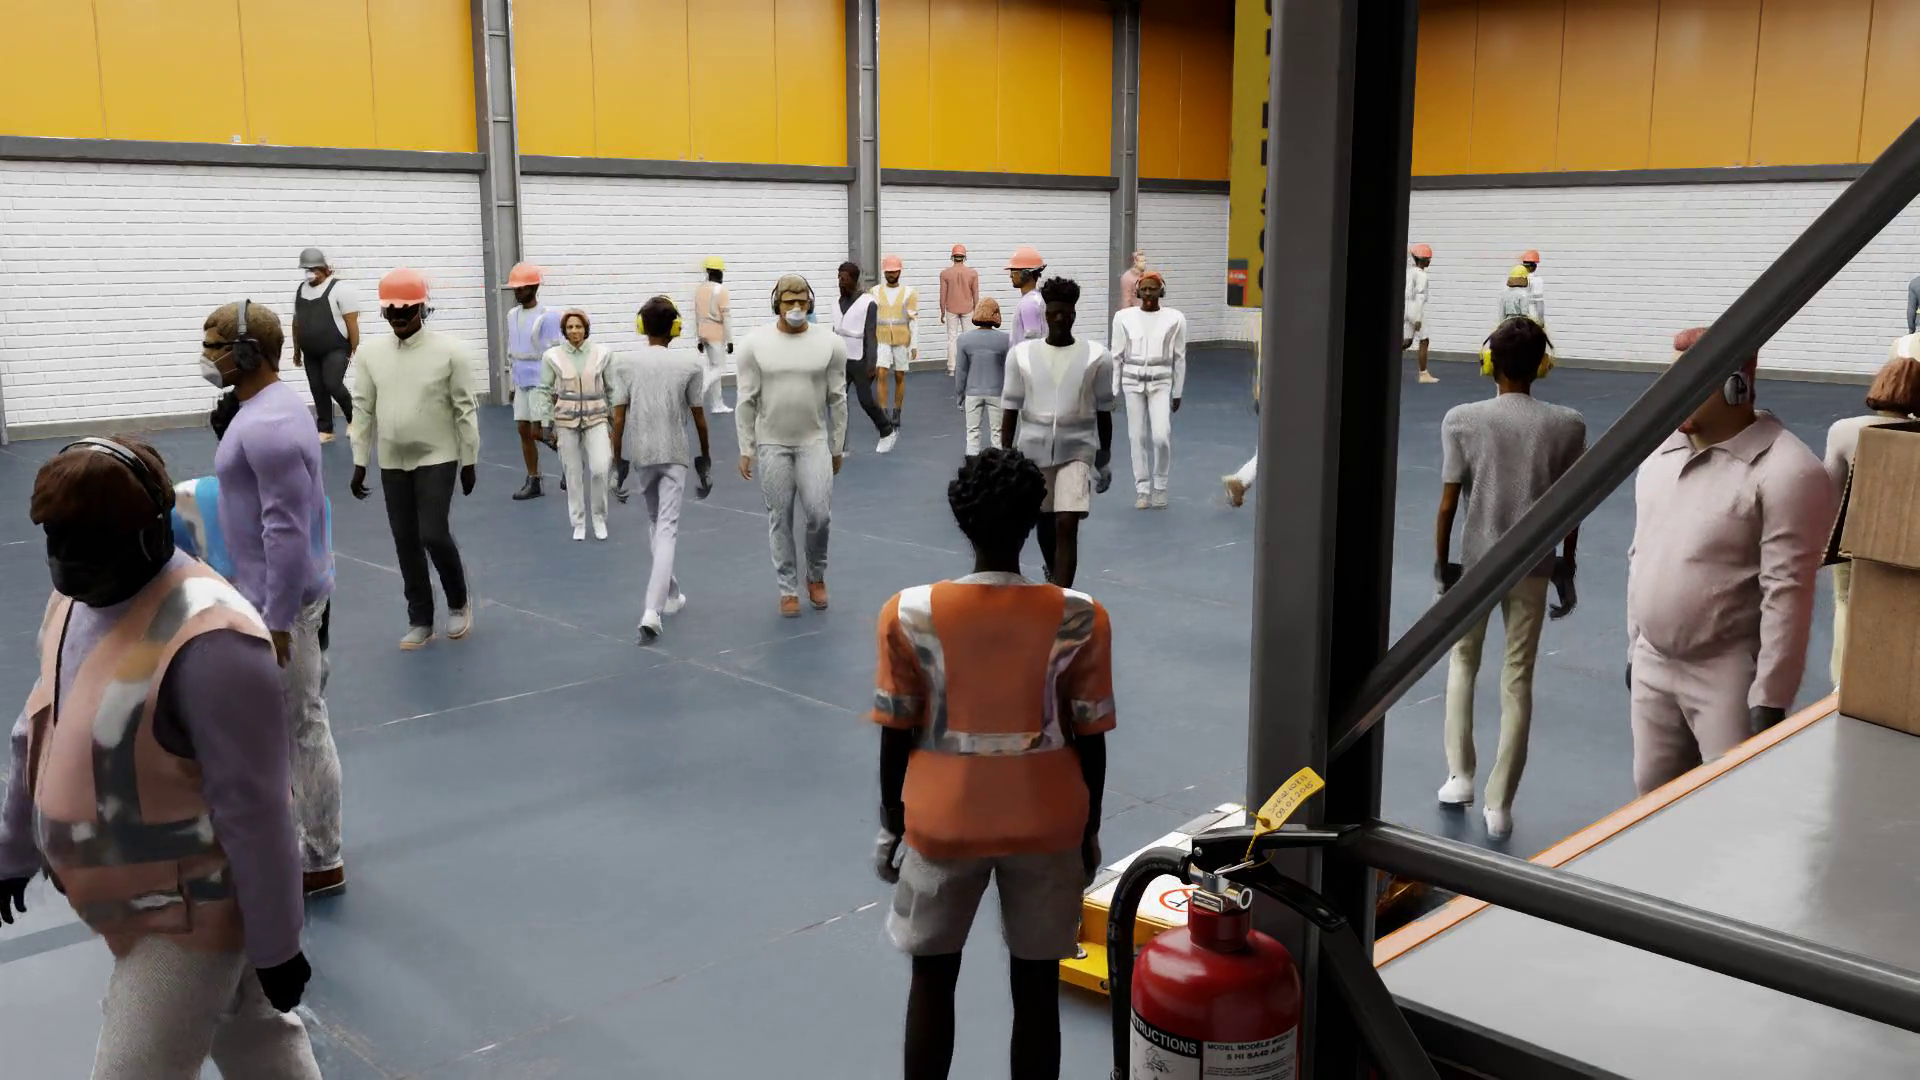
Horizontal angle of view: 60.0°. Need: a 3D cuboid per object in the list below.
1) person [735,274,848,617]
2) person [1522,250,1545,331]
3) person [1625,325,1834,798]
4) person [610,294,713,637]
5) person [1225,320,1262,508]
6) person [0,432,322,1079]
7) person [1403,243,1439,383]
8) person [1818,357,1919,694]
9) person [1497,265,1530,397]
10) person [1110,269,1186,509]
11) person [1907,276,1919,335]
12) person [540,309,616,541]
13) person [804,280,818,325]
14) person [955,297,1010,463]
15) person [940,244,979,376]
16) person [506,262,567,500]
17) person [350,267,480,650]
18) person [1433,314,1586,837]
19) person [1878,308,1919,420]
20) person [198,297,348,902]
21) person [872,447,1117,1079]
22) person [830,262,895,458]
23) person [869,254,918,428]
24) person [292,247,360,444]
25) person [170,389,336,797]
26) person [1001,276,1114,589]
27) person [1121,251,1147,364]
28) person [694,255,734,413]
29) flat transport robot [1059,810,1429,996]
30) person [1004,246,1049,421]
[{"bbox_3d":[-0.933,-0.512,9.276,0.631,1.923,0.434,-1,10,-7],"label":"person"},{"bbox_3d":[8.175,-3.201,23.920,0.611,1.918,0.582,-7,12,-32],"label":"person"},{"bbox_3d":[2.075,0.350,4.665,0.395,1.895,0.658,-4,11,-20],"label":"person"},{"bbox_3d":[-1.624,-0.414,9.027,0.514,1.825,0.986,1,10,4],"label":"person"},{"bbox_3d":[2.437,-1.111,12.845,0.795,1.814,0.643,-3,11,-14],"label":"person"},{"bbox_3d":[-1.570,0.686,3.092,0.914,1.786,0.724,-10,14,-42],"label":"person"},{"bbox_3d":[6.486,-3.259,23.995,0.889,2.022,0.622,-1,10,-7],"label":"person"},{"bbox_3d":[3.997,0.016,7.207,0.520,1.613,0.444,8,13,36],"label":"person"},{"bbox_3d":[7.216,-2.686,21.603,0.295,1.744,0.484,-5,11,-25],"label":"person"},{"bbox_3d":[1.442,-1.159,12.932,0.582,1.866,0.493,2,11,12],"label":"person"},{"bbox_3d":[12.253,-2.661,20.935,0.372,1.940,0.632,-10,14,-43],"label":"person"},{"bbox_3d":[-2.639,-0.788,11.559,0.550,1.621,0.476,-3,11,-14],"label":"person"},{"bbox_3d":[-2.020,-2.442,20.683,0.517,1.596,0.851,9,14,40],"label":"person"},{"bbox_3d":[0.215,-1.160,13.579,0.508,1.632,0.265,2,11,12],"label":"person"},{"bbox_3d":[-0.010,-3.484,25.268,0.611,1.995,0.375,-1,10,-7],"label":"person"},{"bbox_3d":[-3.426,-1.285,13.499,0.545,1.922,0.528,7,13,34],"label":"person"},{"bbox_3d":[-2.806,-0.405,8.533,0.612,1.971,0.437,2,11,8],"label":"person"},{"bbox_3d":[1.972,0.125,6.001,0.503,1.843,0.581,3,11,16],"label":"person"},{"bbox_3d":[6.039,-0.668,10.361,0.599,1.828,0.404,8,13,37],"label":"person"},{"bbox_3d":[-2.189,0.200,5.331,0.353,1.937,0.635,-4,11,-23],"label":"person"},{"bbox_3d":[0.075,0.636,3.676,0.540,1.672,0.364,0,10,-2],"label":"person"},{"bbox_3d":[-0.989,-1.741,16.066,0.598,1.885,0.903,8,13,38],"label":"person"},{"bbox_3d":[-0.750,-2.175,18.337,0.571,1.913,0.780,0,10,2],"label":"person"},{"bbox_3d":[-6.502,-1.990,16.997,0.740,2.000,0.550,3,11,15],"label":"person"},{"bbox_3d":[-2.275,0.338,5.348,0.529,1.658,0.819,-3,11,-17],"label":"person"},{"bbox_3d":[0.533,-0.490,9.160,0.615,1.920,1.025,2,11,10],"label":"person"},{"bbox_3d":[2.648,-3.353,24.822,0.454,1.893,0.672,8,13,38],"label":"person"},{"bbox_3d":[-2.983,-2.427,19.774,0.586,1.907,0.695,10,14,43],"label":"person"},{"bbox_3d":[0.882,1.078,5.093,0.652,0.197,1.431,8,13,37],"label":"flat transport robot"},{"bbox_3d":[0.530,-1.313,13.296,0.378,2.045,0.605,2,11,8],"label":"person"}]
